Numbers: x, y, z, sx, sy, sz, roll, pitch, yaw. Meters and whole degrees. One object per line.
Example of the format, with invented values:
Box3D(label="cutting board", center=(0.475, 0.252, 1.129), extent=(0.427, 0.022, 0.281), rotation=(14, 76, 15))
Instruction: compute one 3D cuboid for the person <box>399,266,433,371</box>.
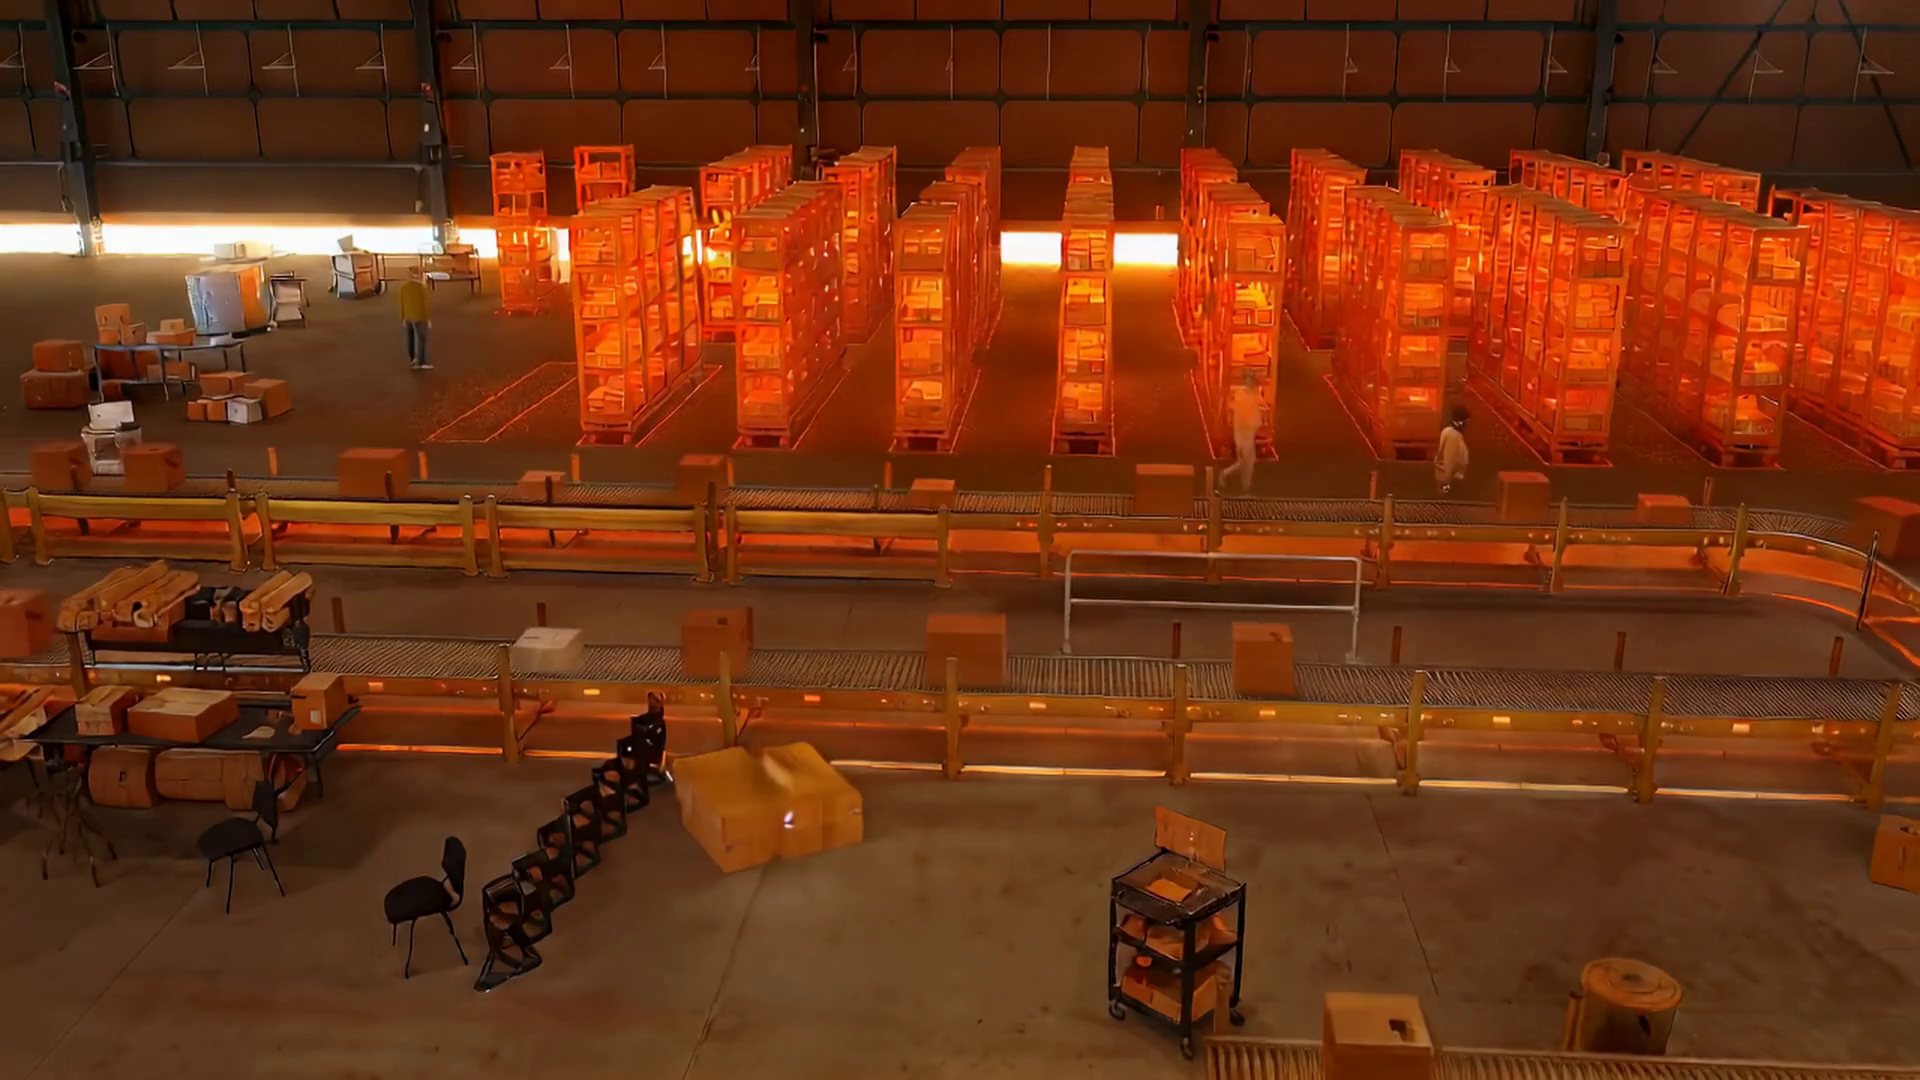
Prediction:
Box3D(label="person", center=(-10.388, -4.224, 31.725), extent=(0.628, 1.978, 0.439), rotation=(7, 19, 20))

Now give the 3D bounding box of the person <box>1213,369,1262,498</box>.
Box3D(label="person", center=(3.892, -1.445, 23.055), extent=(0.616, 1.889, 0.649), rotation=(4, 18, 13))

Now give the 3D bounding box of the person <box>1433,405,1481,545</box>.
Box3D(label="person", center=(6.406, -0.828, 21.228), extent=(0.806, 1.801, 0.627), rotation=(2, 18, 8))
